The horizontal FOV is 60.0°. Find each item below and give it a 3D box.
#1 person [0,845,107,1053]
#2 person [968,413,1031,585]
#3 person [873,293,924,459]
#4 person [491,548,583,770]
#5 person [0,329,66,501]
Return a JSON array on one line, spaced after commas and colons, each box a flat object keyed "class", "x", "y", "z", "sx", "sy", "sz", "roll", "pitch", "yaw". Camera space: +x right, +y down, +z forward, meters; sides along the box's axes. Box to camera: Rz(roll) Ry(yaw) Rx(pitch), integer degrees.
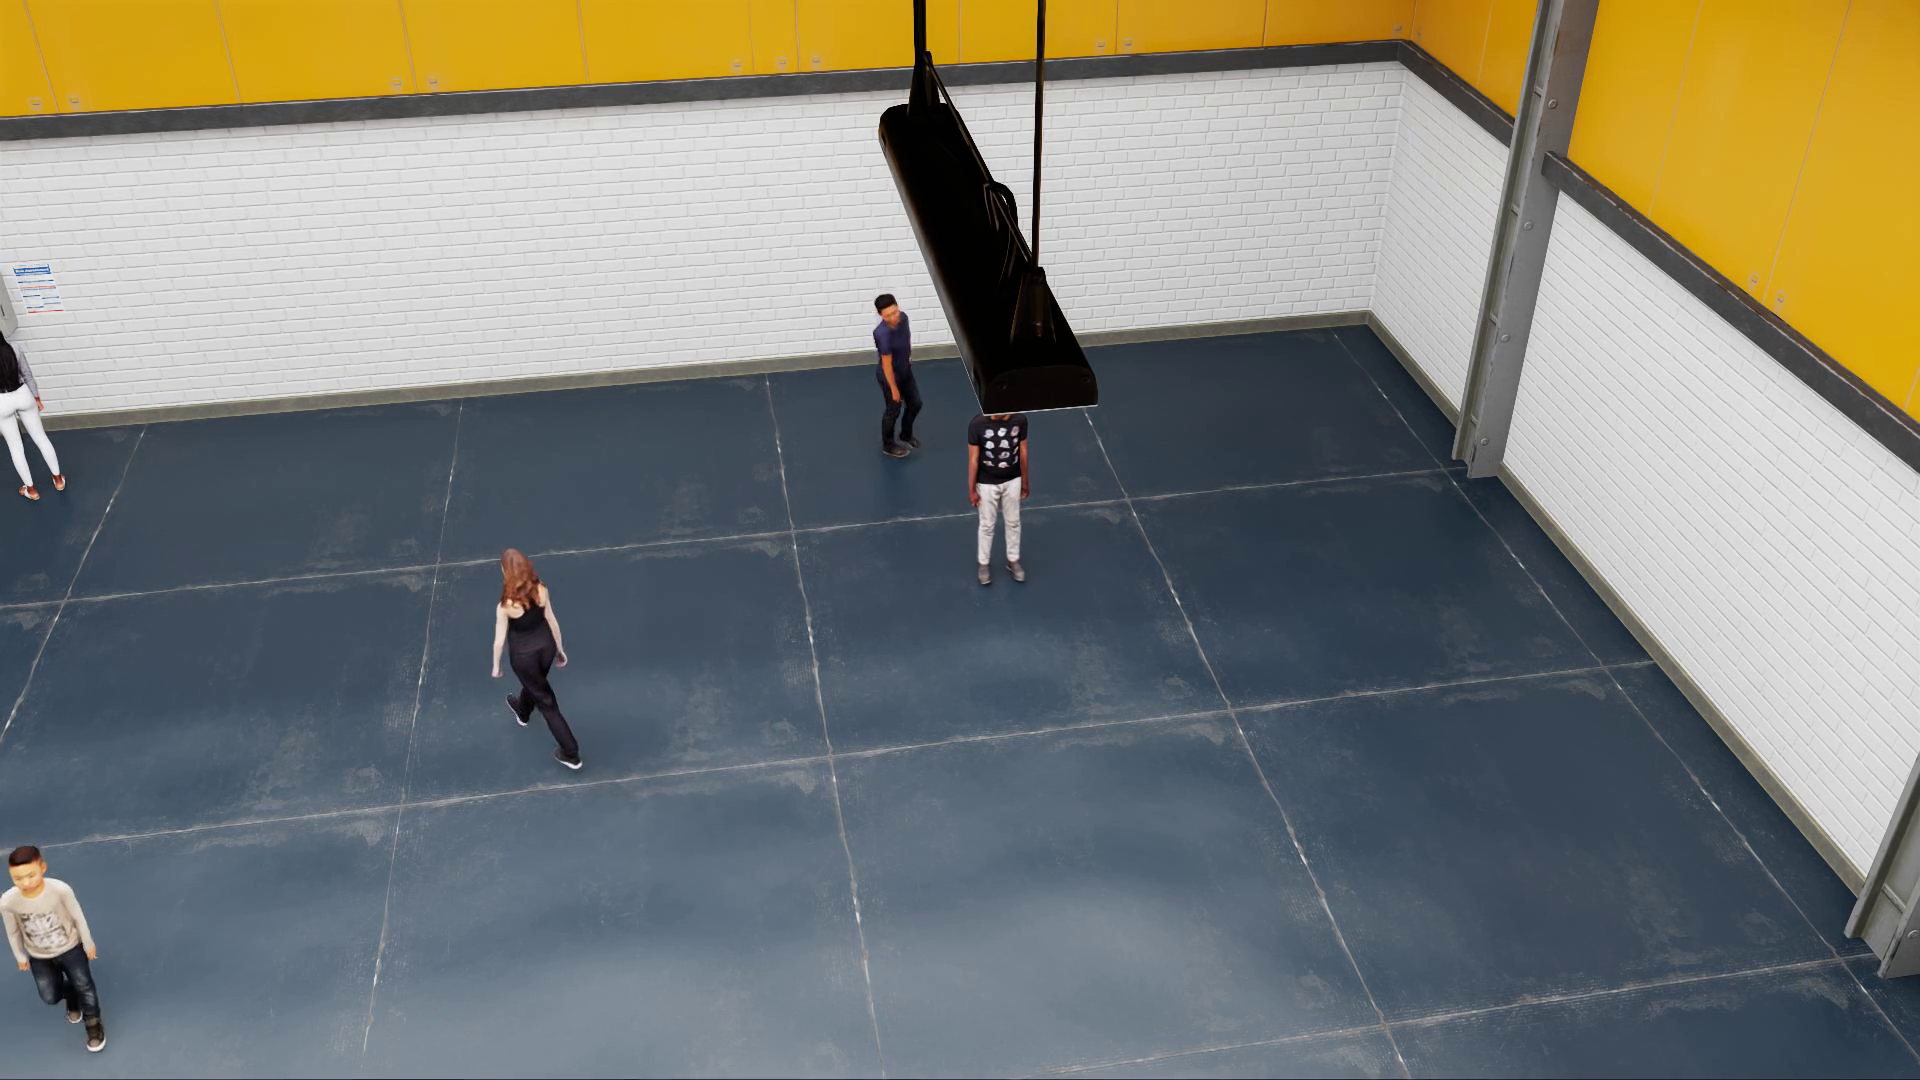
[{"class": "person", "x": -5.195, "y": 2.295, "z": 9.561, "sx": 0.655, "sy": 1.457, "sz": 0.743, "roll": -14, "pitch": 36, "yaw": -20}, {"class": "person", "x": 0.311, "y": -0.481, "z": 13.427, "sx": 0.662, "sy": 1.801, "sz": 0.612, "roll": -7, "pitch": 34, "yaw": -11}, {"class": "person", "x": -0.600, "y": -1.495, "z": 15.005, "sx": 0.896, "sy": 1.742, "sz": 0.815, "roll": 9, "pitch": 35, "yaw": 14}, {"class": "person", "x": -2.889, "y": 0.867, "z": 11.494, "sx": 1.183, "sy": 1.695, "sz": 1.059, "roll": 26, "pitch": 42, "yaw": 33}, {"class": "person", "x": -8.262, "y": -1.167, "z": 14.527, "sx": 0.677, "sy": 1.725, "sz": 0.698, "roll": -28, "pitch": 43, "yaw": -35}]
